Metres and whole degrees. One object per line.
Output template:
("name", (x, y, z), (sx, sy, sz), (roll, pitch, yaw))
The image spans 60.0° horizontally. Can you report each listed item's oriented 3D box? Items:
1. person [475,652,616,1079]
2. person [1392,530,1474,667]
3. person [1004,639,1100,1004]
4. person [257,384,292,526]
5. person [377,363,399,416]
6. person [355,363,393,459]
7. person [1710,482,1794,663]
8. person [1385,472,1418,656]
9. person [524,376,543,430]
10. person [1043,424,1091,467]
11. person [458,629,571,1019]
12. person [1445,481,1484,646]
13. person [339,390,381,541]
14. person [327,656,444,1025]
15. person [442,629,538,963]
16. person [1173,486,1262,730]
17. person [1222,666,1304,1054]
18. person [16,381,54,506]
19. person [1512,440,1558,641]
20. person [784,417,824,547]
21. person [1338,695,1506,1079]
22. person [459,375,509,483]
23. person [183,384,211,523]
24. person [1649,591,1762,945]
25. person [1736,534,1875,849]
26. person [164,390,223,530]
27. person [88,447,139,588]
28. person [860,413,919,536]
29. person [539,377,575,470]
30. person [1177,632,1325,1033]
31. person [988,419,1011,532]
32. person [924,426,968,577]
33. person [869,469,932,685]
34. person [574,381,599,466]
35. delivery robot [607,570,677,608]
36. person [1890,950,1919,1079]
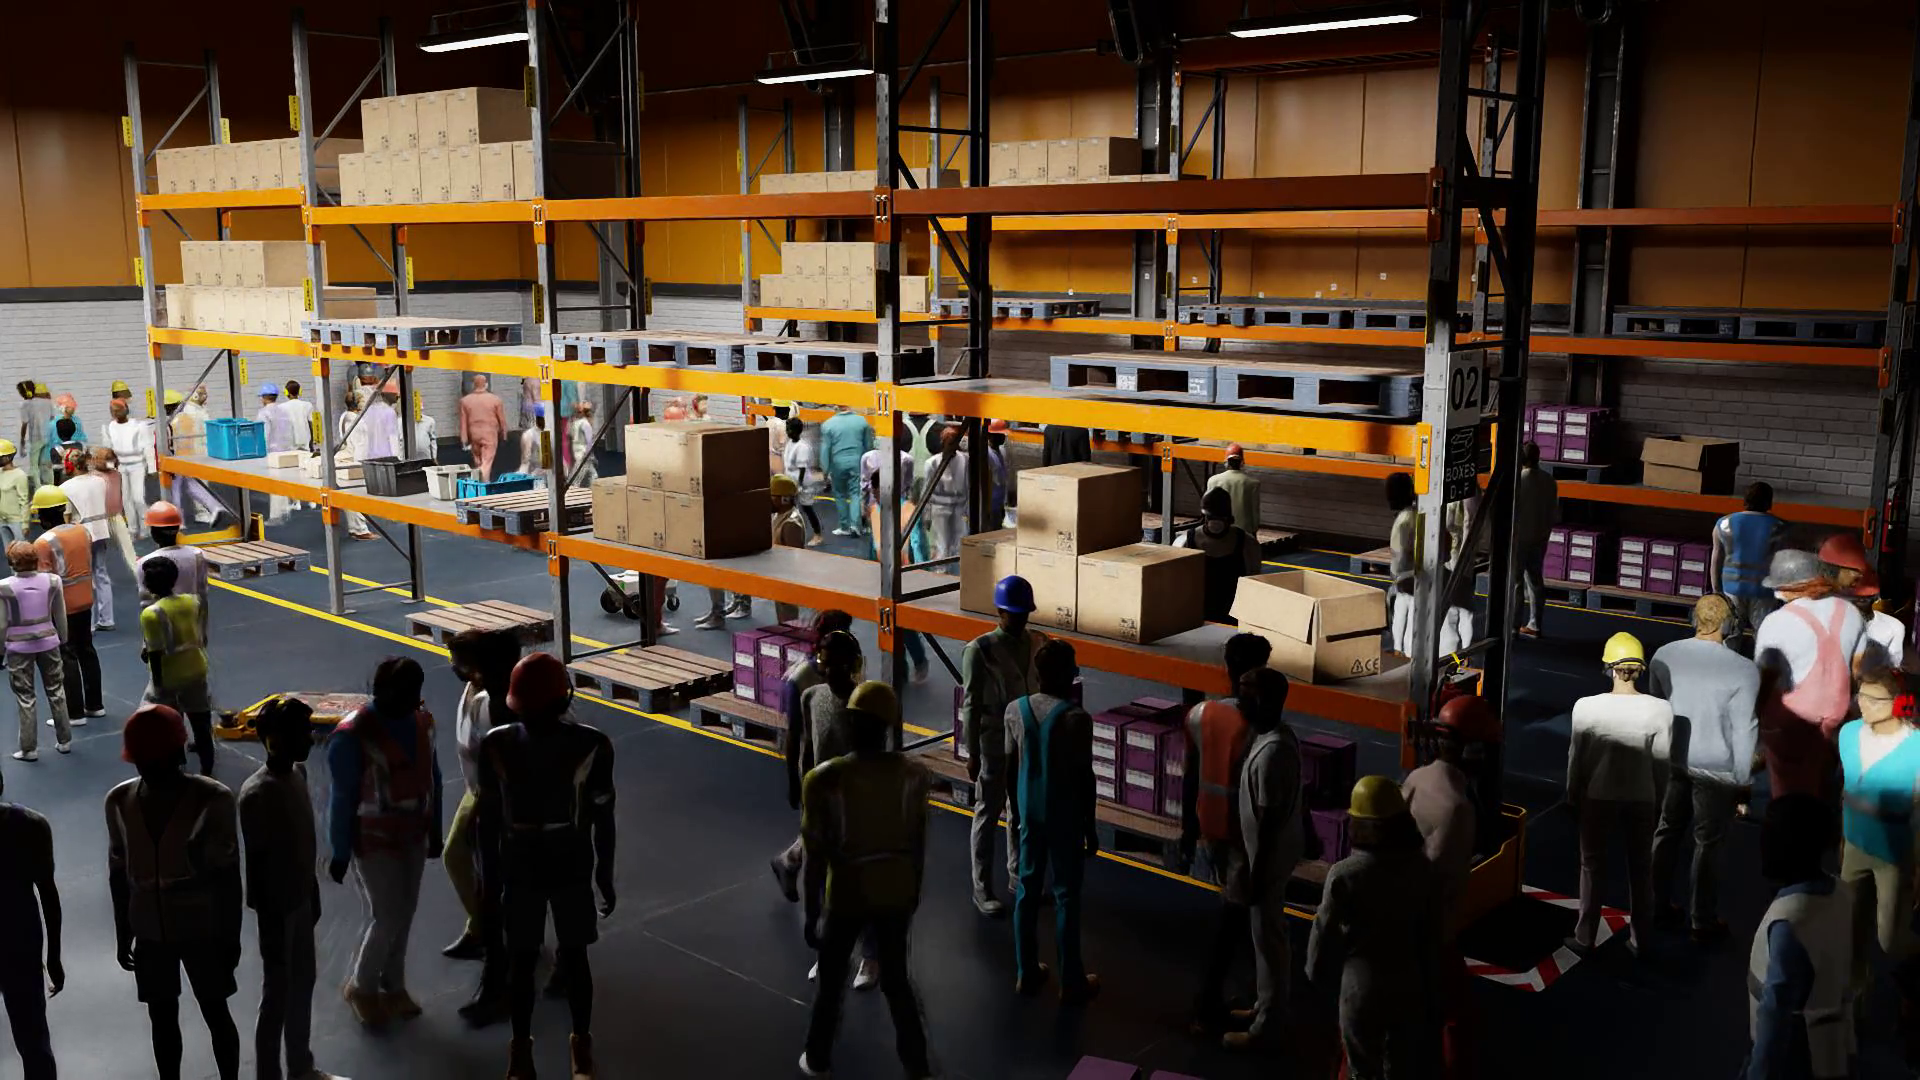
("person", (-1.822, 1.479, 7.343), (0.605, 2.036, 0.393), (-1, 10, -7))
("person", (3.450, 0.770, 12.148), (0.573, 1.748, 0.342), (3, 11, 17))
("person", (0.463, 1.403, 8.332), (0.506, 1.839, 0.343), (6, 12, 32))
("person", (-9.317, -1.152, 22.618), (0.421, 1.910, 0.661), (2, 10, 12))
("person", (-10.291, -2.354, 29.808), (0.327, 1.753, 0.563), (5, 11, 27))
("person", (-8.827, -1.618, 24.838), (0.536, 2.000, 0.676), (7, 12, 35))
("person", (6.564, 0.435, 13.812), (0.624, 1.838, 0.430), (7, 12, 34))
("person", (3.762, 0.358, 14.067), (0.451, 1.891, 0.629), (3, 11, 18))
("person", (-7.105, -2.088, 27.820), (0.369, 1.932, 0.626), (-5, 11, -27))
("person", (1.315, -0.786, 20.268), (0.623, 1.990, 0.393), (5, 11, 26))
("person", (-2.176, 1.387, 8.148), (0.647, 1.922, 0.813), (4, 11, 22))
("person", (4.727, 0.082, 15.787), (0.429, 1.846, 0.626), (1, 10, 3))
("person", (-7.741, -0.952, 21.362), (0.372, 1.940, 0.630), (-7, 12, -35))
("person", (-2.770, 1.456, 8.104), (0.435, 1.816, 0.656), (4, 11, 23))
("person", (-2.510, 1.352, 8.682), (0.592, 1.814, 0.565), (-7, 12, -34))
("person", (1.889, 0.591, 12.347), (0.684, 2.000, 0.536), (1, 10, 6))
("person", (1.443, 1.493, 7.828), (0.340, 1.840, 0.504), (3, 10, 14))
("person", (-13.405, -1.398, 24.259), (0.350, 1.856, 0.567), (6, 12, 31))
("person", (5.427, 0.011, 15.960), (0.627, 1.932, 0.367), (-5, 11, -26))
("person", (-2.056, -0.706, 20.774), (0.786, 1.656, 0.540), (-7, 12, -33))
("person", (1.980, 1.609, 6.926), (0.892, 1.925, 0.647), (-1, 10, -5))
("person", (-7.138, -1.546, 24.974), (0.642, 1.853, 1.012), (1, 10, 5))
("person", (-10.396, -1.192, 22.812), (0.409, 1.905, 0.652), (-3, 11, -18))
("person", (4.028, 1.230, 9.070), (0.374, 1.932, 0.622), (-6, 12, -30))
("person", (5.357, 0.921, 10.602), (0.907, 2.012, 0.604), (9, 13, 40))
("person", (-10.285, -1.052, 22.090), (0.755, 1.901, 0.599), (1, 10, 7))
("person", (-9.282, -0.222, 18.252), (0.838, 1.585, 0.489), (4, 11, 20))
("person", (-0.867, -1.030, 21.798), (0.643, 1.966, 0.942), (6, 12, 32))
("person", (-6.799, -2.110, 27.866), (0.649, 1.954, 0.578), (-8, 13, -38))
("person", (1.455, 1.390, 8.158), (0.948, 1.916, 0.617), (-8, 13, -38))
("person", (0.373, -0.393, 18.205), (0.373, 1.939, 0.545), (5, 11, 24))
("person", (-0.103, -0.300, 17.878), (0.609, 1.865, 0.405), (-5, 11, -24))
("person", (-0.534, 0.320, 14.354), (0.638, 1.884, 0.414), (9, 14, 42))
("person", (-6.391, -2.189, 28.453), (0.563, 1.901, 0.634), (2, 10, 13))
("delivery robot", (-3.269, 0.441, 17.130), (0.707, 0.478, 0.477), (-10, 14, -43))
("person", (2.630, 2.034, 4.449), (0.395, 1.957, 0.602), (4, 11, 19))
